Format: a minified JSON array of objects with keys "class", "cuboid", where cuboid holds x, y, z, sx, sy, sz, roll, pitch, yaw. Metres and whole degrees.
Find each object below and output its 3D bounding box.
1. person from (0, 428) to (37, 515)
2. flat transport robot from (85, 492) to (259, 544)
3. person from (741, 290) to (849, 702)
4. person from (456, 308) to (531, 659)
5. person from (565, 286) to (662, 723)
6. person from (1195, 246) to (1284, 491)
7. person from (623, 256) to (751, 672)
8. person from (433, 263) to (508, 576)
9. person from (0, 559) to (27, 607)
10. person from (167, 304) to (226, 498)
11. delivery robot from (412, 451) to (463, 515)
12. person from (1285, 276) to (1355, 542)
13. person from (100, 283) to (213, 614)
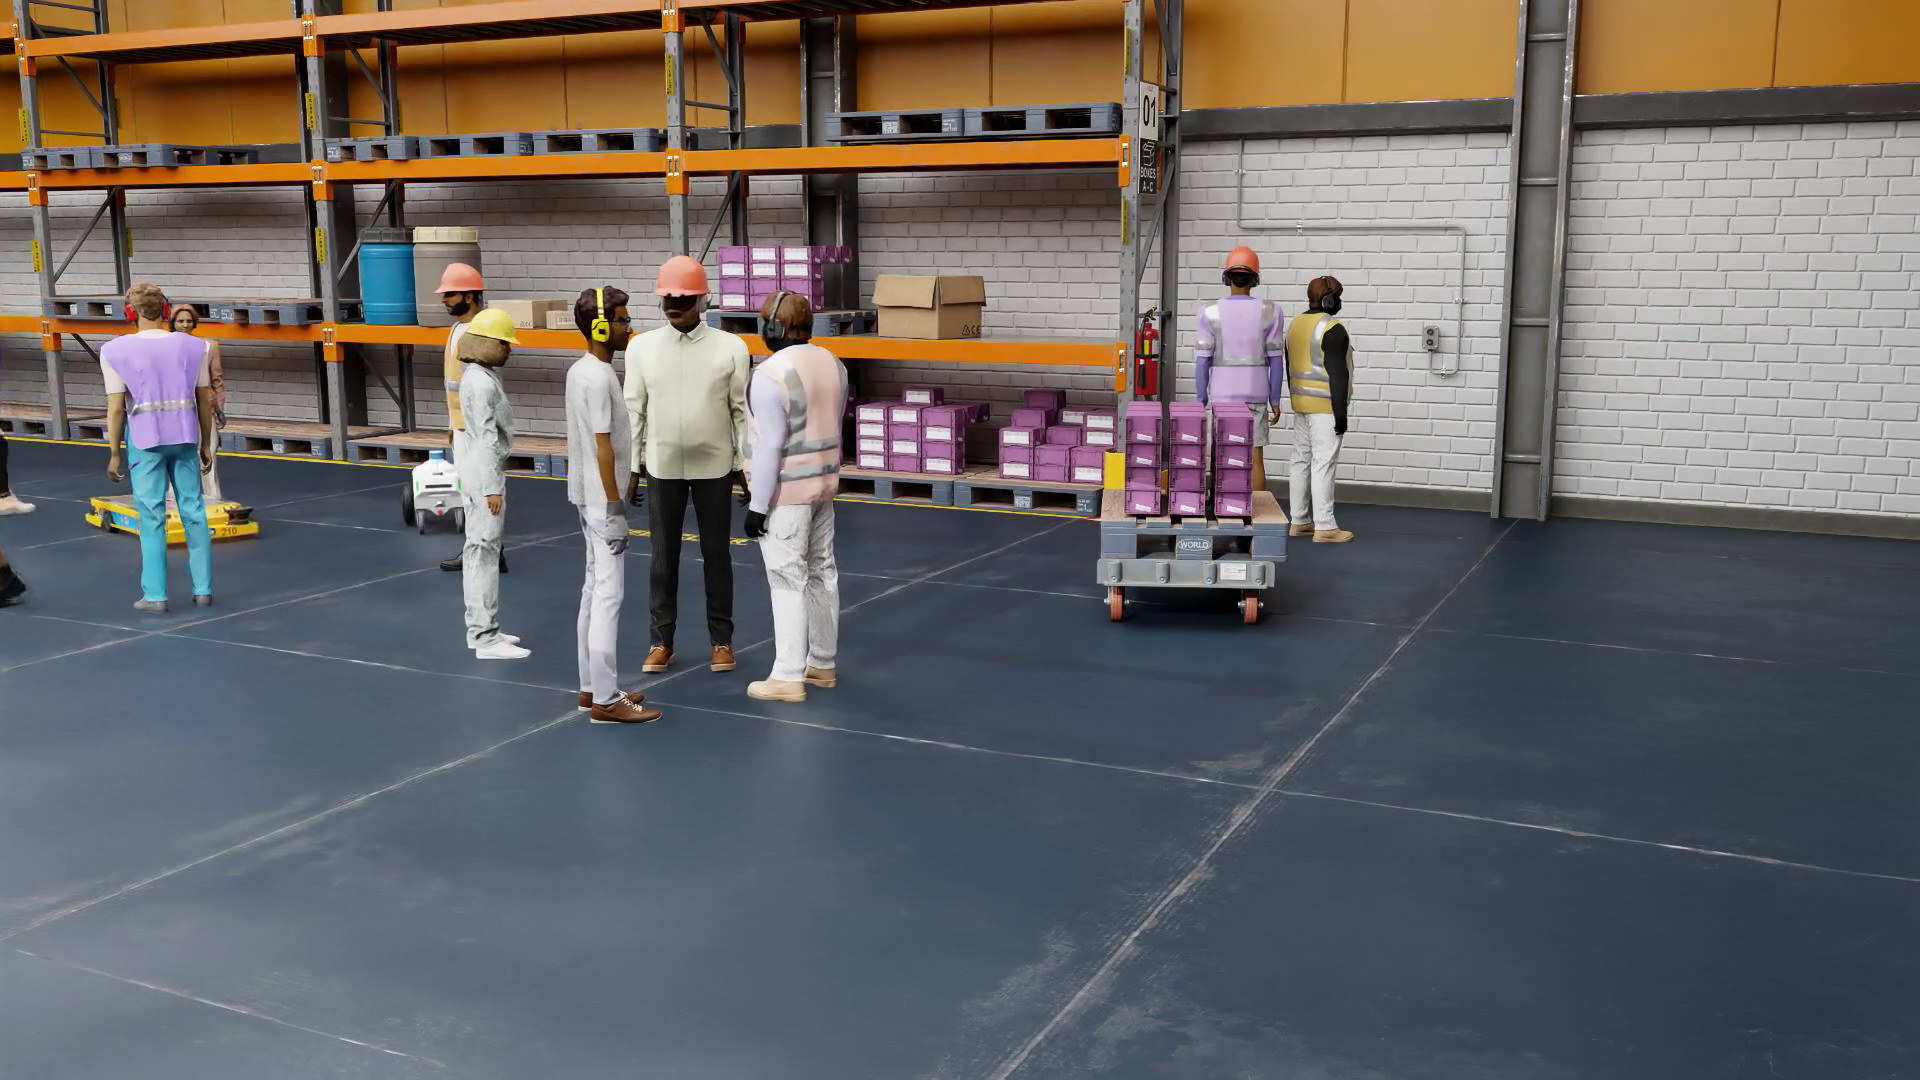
[{"class":"person","cuboid":[-7.256,-0.959,12.337,0.695,1.669,0.545,-4,11,-19]},{"class":"flat transport robot","cuboid":[-5.660,-0.180,11.907,1.431,0.197,0.652,9,14,43]},{"class":"person","cuboid":[-0.765,-0.196,7.506,0.430,1.845,0.619,6,11,29]},{"class":"person","cuboid":[-2.332,-0.282,8.307,0.326,1.733,0.487,-4,11,-21]},{"class":"person","cuboid":[-1.510,-0.147,7.145,0.325,1.871,0.521,-4,11,-22]},{"class":"person","cuboid":[1.924,-0.995,11.502,0.604,2.044,0.375,1,10,7]},{"class":"person","cuboid":[-1.297,-0.350,7.950,0.624,1.990,0.388,-1,10,-4]},{"class":"person","cuboid":[-3.044,-0.737,10.325,0.361,1.938,0.545,-9,13,-40]},{"class":"person","cuboid":[-5.561,-0.483,9.001,0.555,1.902,0.946,7,12,36]},{"class":"person","cuboid":[-5.708,-0.930,12.318,0.509,1.626,0.324,-8,13,-39]},{"class":"delivery robot","cuboid":[-3.802,-0.406,12.102,0.477,0.478,0.707,-4,10,-18]},{"class":"person","cuboid":[2.515,-0.909,11.587,0.429,1.844,0.625,-4,11,-22]},{"class":"person","cuboid":[-4.451,-0.504,9.278,0.563,1.838,0.390,-10,14,-44]}]
